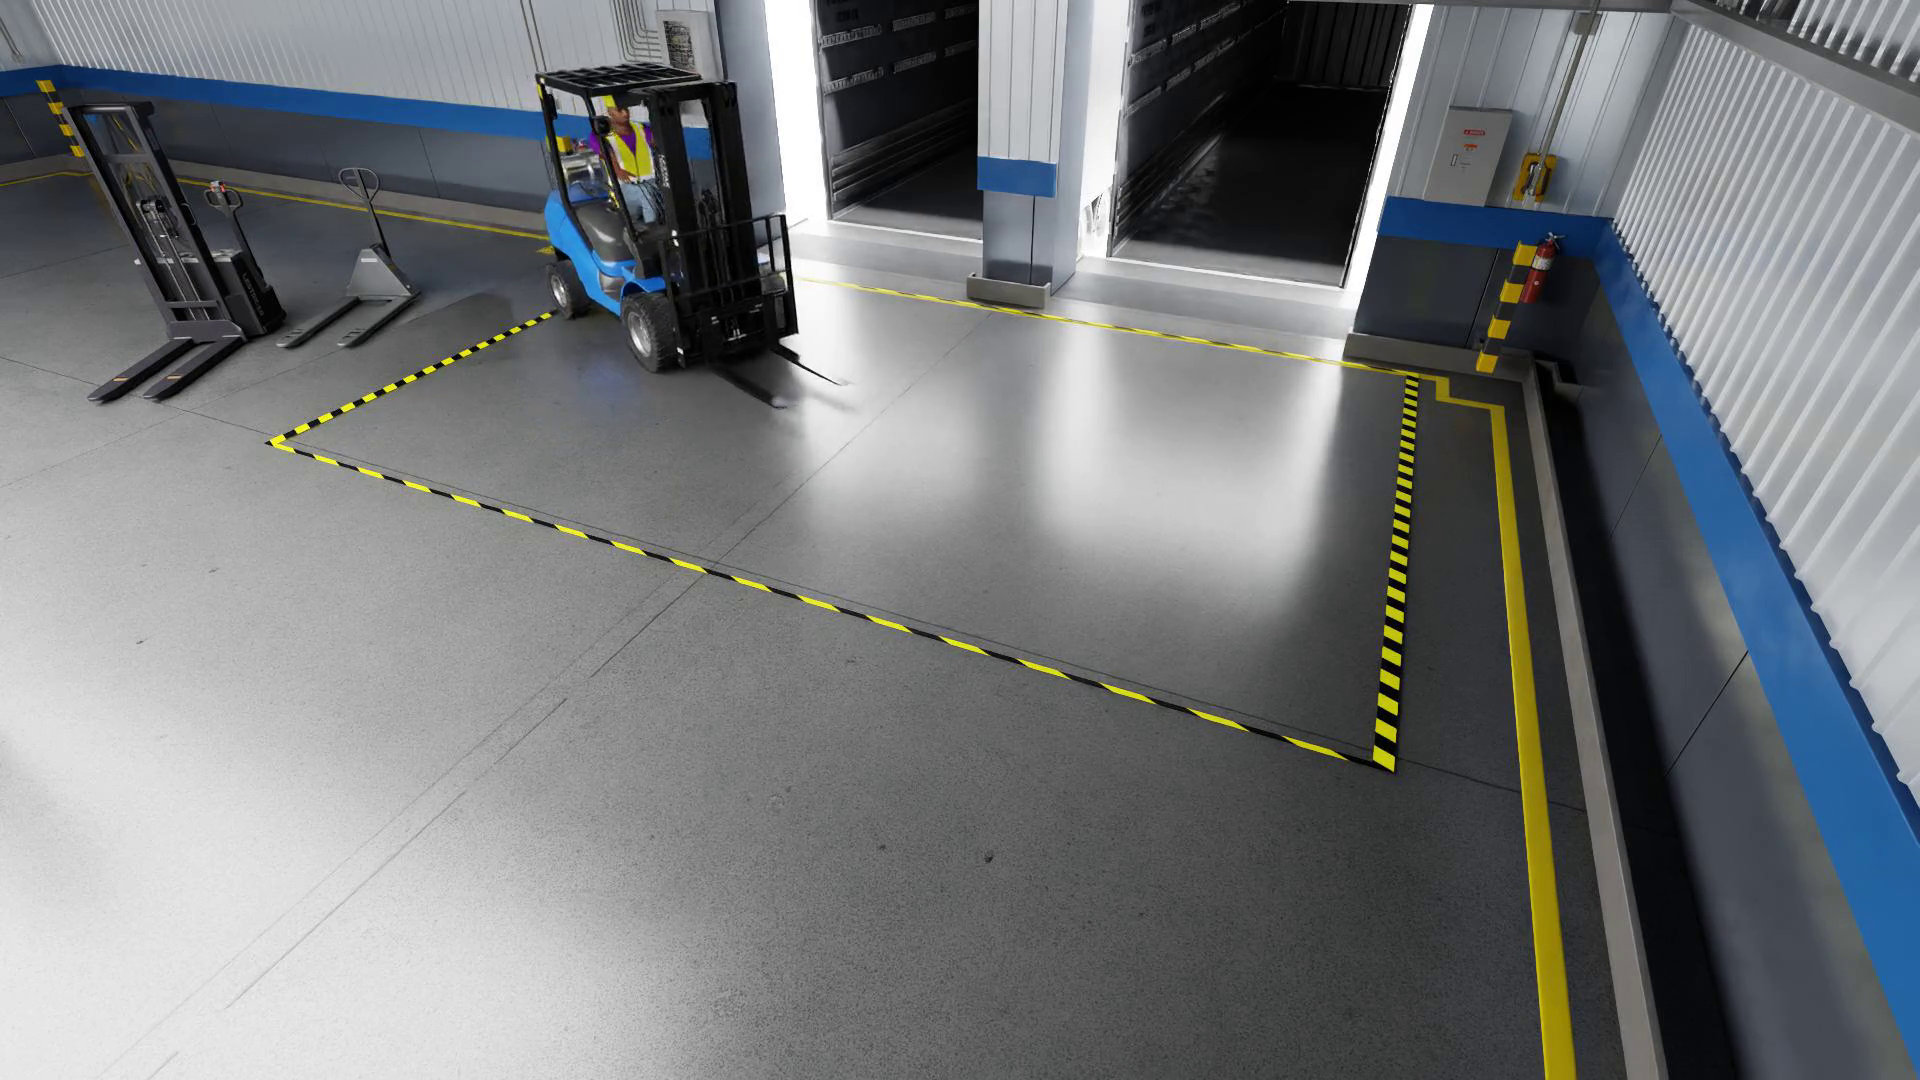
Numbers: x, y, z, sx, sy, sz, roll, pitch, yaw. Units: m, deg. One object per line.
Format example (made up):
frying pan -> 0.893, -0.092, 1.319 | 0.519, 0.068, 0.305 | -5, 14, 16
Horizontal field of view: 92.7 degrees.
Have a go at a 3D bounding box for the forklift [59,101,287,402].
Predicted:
forklift -> -6.686, -2.387, 7.434 | 0.823, 1.965, 1.885 | -3, 35, -5

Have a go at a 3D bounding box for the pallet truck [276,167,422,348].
pallet truck -> -5.732, -2.611, 8.414 | 0.680, 1.201, 1.601 | -1, 35, -1

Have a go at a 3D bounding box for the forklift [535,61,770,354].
forklift -> -2.708, -2.967, 7.954 | 1.157, 2.036, 2.680 | -27, 43, -33

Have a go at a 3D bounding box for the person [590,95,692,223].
person -> -2.674, -3.092, 7.806 | 0.635, 1.293, 1.004 | -27, 43, -33
